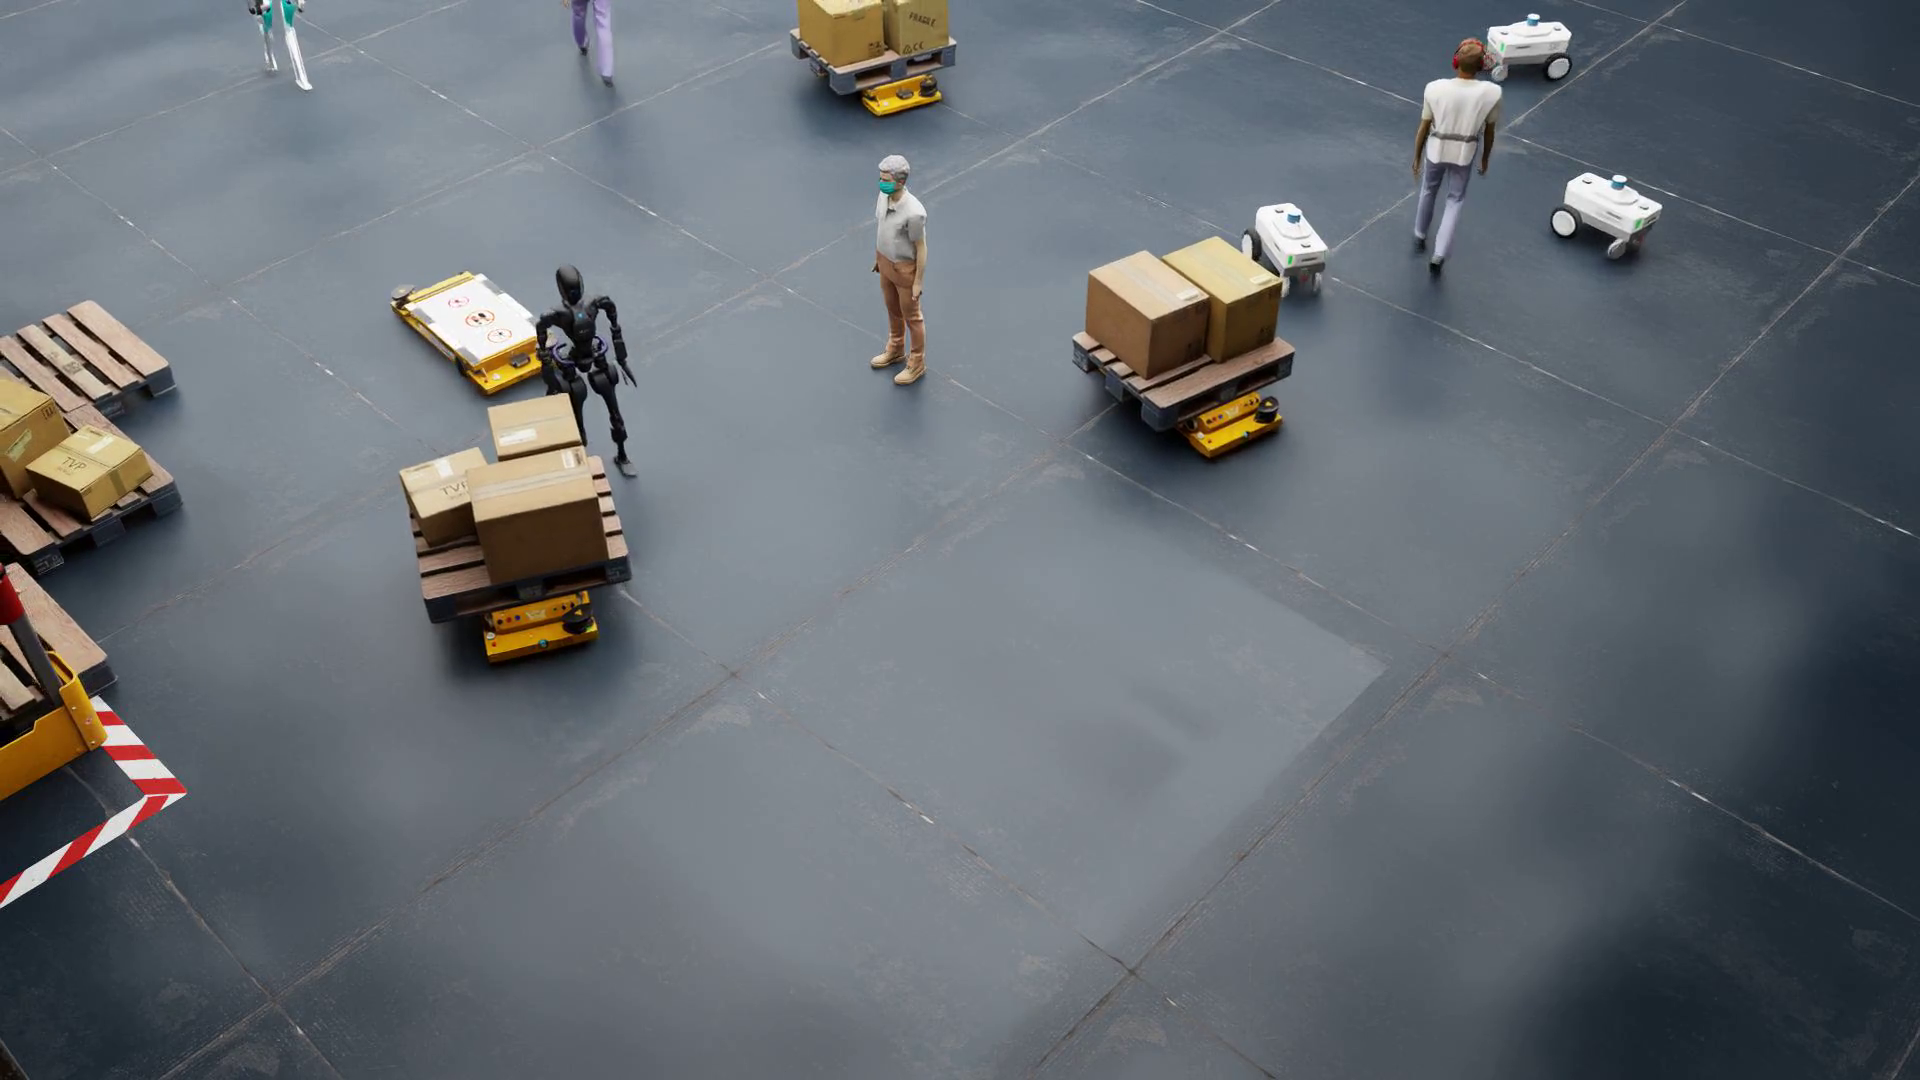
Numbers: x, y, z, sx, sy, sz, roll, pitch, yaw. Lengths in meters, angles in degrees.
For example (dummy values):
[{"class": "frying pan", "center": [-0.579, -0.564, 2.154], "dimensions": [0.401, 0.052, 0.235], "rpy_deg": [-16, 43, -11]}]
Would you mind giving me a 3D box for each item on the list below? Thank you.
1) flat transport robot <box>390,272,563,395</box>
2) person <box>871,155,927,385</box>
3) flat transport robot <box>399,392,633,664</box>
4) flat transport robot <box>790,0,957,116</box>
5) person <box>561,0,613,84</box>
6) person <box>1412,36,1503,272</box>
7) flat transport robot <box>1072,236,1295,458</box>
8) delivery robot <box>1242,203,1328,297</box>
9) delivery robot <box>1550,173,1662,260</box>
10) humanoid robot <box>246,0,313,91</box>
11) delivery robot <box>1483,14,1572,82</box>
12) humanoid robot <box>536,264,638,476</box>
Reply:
[{"class": "flat transport robot", "center": [-3.573, -1.575, 12.276], "dimensions": [0.659, 0.231, 1.431], "rpy_deg": [-31, 50, -30]}, {"class": "person", "center": [-0.423, -1.876, 11.506], "dimensions": [0.306, 1.745, 0.497], "rpy_deg": [-29, 49, -28]}, {"class": "flat transport robot", "center": [-2.706, 0.156, 10.353], "dimensions": [0.659, 0.231, 1.431], "rpy_deg": [-13, 44, -14]}, {"class": "flat transport robot", "center": [-0.805, -4.349, 15.360], "dimensions": [0.659, 0.231, 1.431], "rpy_deg": [-21, 46, -22]}, {"class": "person", "center": [-3.410, -5.136, 15.110], "dimensions": [0.555, 1.770, 1.023], "rpy_deg": [-9, 43, -10]}, {"class": "person", "center": [3.723, -2.912, 12.598], "dimensions": [0.575, 1.813, 0.806], "rpy_deg": [9, 43, 10]}, {"class": "flat transport robot", "center": [1.561, -1.124, 11.775], "dimensions": [0.659, 0.231, 1.431], "rpy_deg": [-24, 47, -24]}, {"class": "delivery robot", "center": [2.538, -2.292, 12.874], "dimensions": [0.499, 0.614, 0.791], "rpy_deg": [-10, 43, -11]}, {"class": "delivery robot", "center": [5.131, -2.615, 13.229], "dimensions": [0.525, 0.608, 0.779], "rpy_deg": [-29, 50, -29]}, {"class": "humanoid robot", "center": [-6.238, -4.915, 14.925], "dimensions": [0.558, 1.820, 0.895], "rpy_deg": [-26, 48, -26]}, {"class": "delivery robot", "center": [5.272, -4.558, 15.390], "dimensions": [0.792, 0.611, 0.499], "rpy_deg": [-7, 42, -7]}, {"class": "humanoid robot", "center": [-2.401, -1.087, 10.688], "dimensions": [0.609, 1.636, 0.369], "rpy_deg": [-22, 47, -23]}]
